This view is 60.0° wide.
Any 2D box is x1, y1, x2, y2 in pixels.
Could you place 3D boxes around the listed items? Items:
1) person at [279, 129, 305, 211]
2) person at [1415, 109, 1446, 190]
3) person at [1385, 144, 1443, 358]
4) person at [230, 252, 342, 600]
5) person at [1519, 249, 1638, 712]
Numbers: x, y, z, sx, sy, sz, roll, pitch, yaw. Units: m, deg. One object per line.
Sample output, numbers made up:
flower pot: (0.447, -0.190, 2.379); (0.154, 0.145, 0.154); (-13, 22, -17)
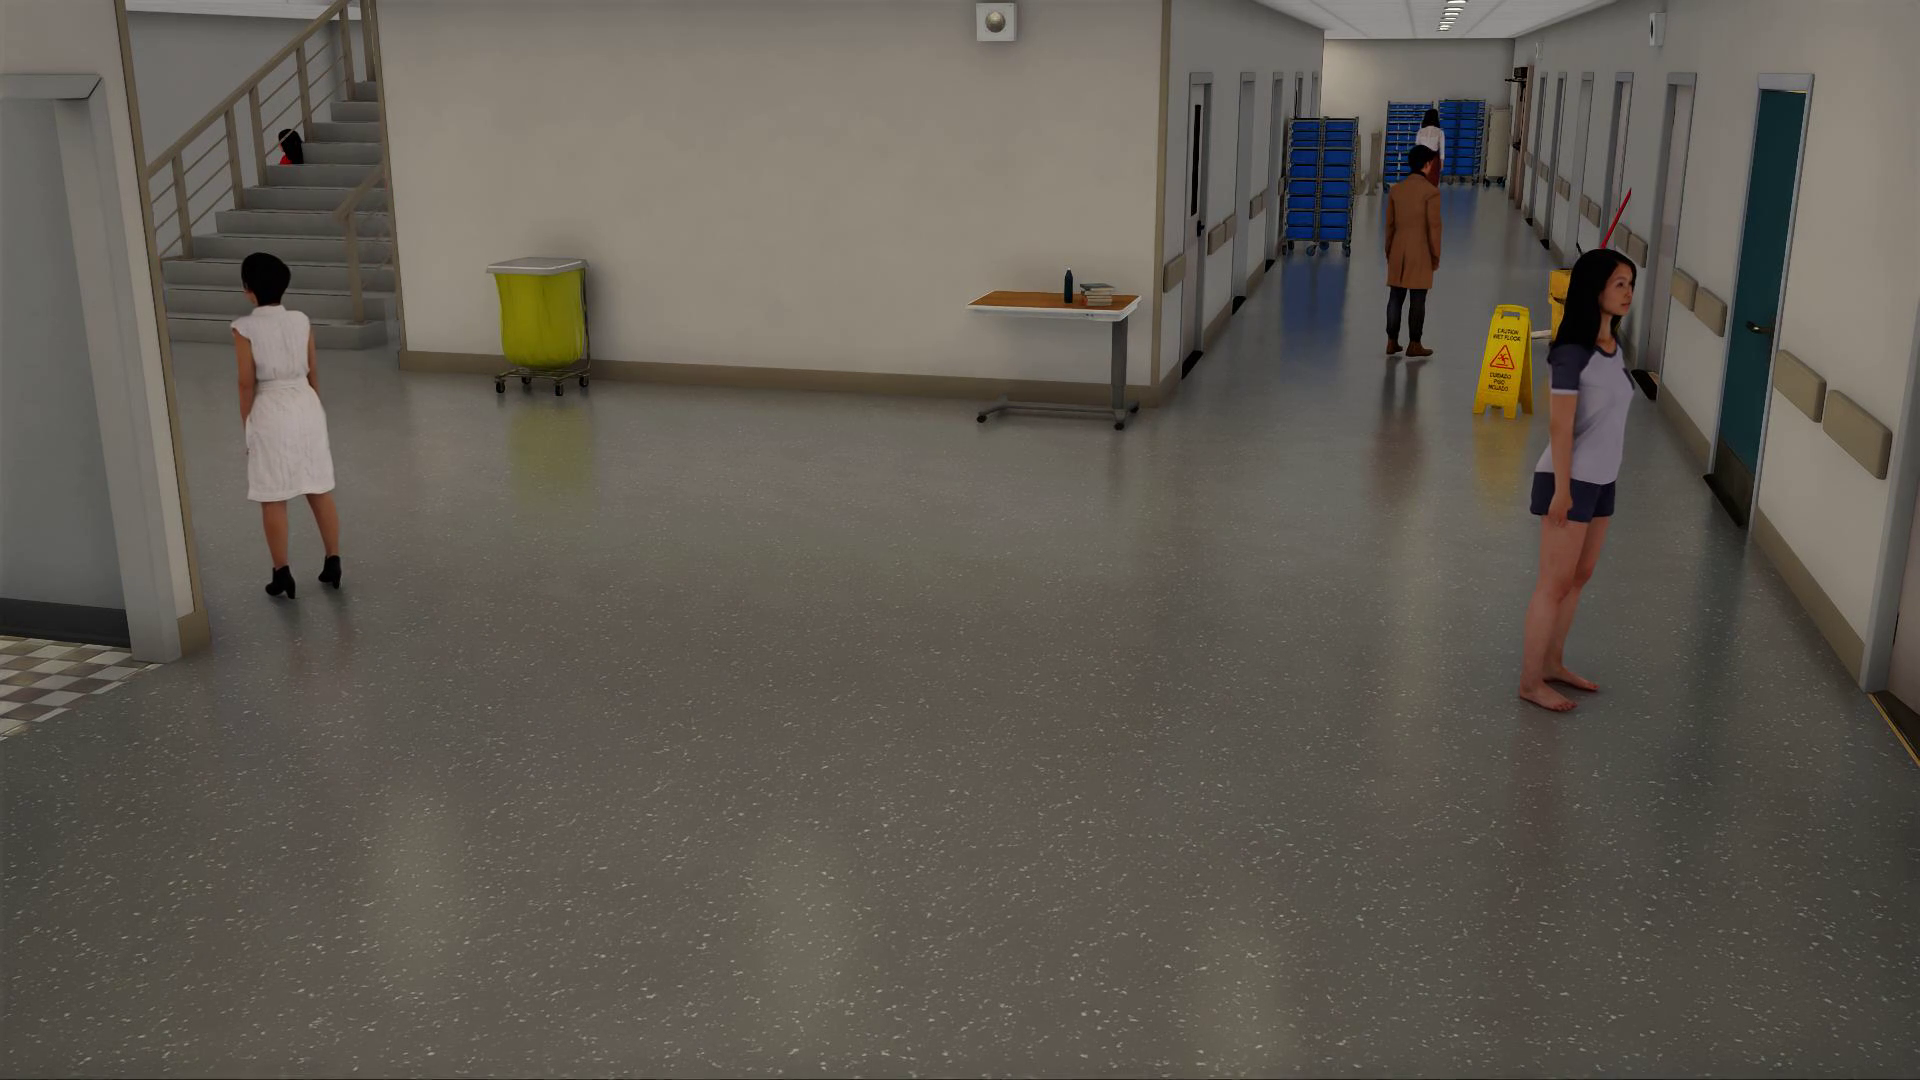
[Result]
person: (-6.893, -3.387, 17.322); (0.704, 1.749, 0.585); (2, 16, 7)
person: (7.315, -5.834, 26.002); (0.636, 1.749, 0.554); (7, 17, 23)
person: (3.735, -2.395, 13.767); (0.750, 1.726, 0.774); (14, 21, 42)
person: (-3.042, -0.517, 7.507); (0.712, 1.550, 0.595); (13, 20, 39)
person: (2.312, -0.232, 6.212); (0.729, 1.705, 0.600); (13, 20, 39)
